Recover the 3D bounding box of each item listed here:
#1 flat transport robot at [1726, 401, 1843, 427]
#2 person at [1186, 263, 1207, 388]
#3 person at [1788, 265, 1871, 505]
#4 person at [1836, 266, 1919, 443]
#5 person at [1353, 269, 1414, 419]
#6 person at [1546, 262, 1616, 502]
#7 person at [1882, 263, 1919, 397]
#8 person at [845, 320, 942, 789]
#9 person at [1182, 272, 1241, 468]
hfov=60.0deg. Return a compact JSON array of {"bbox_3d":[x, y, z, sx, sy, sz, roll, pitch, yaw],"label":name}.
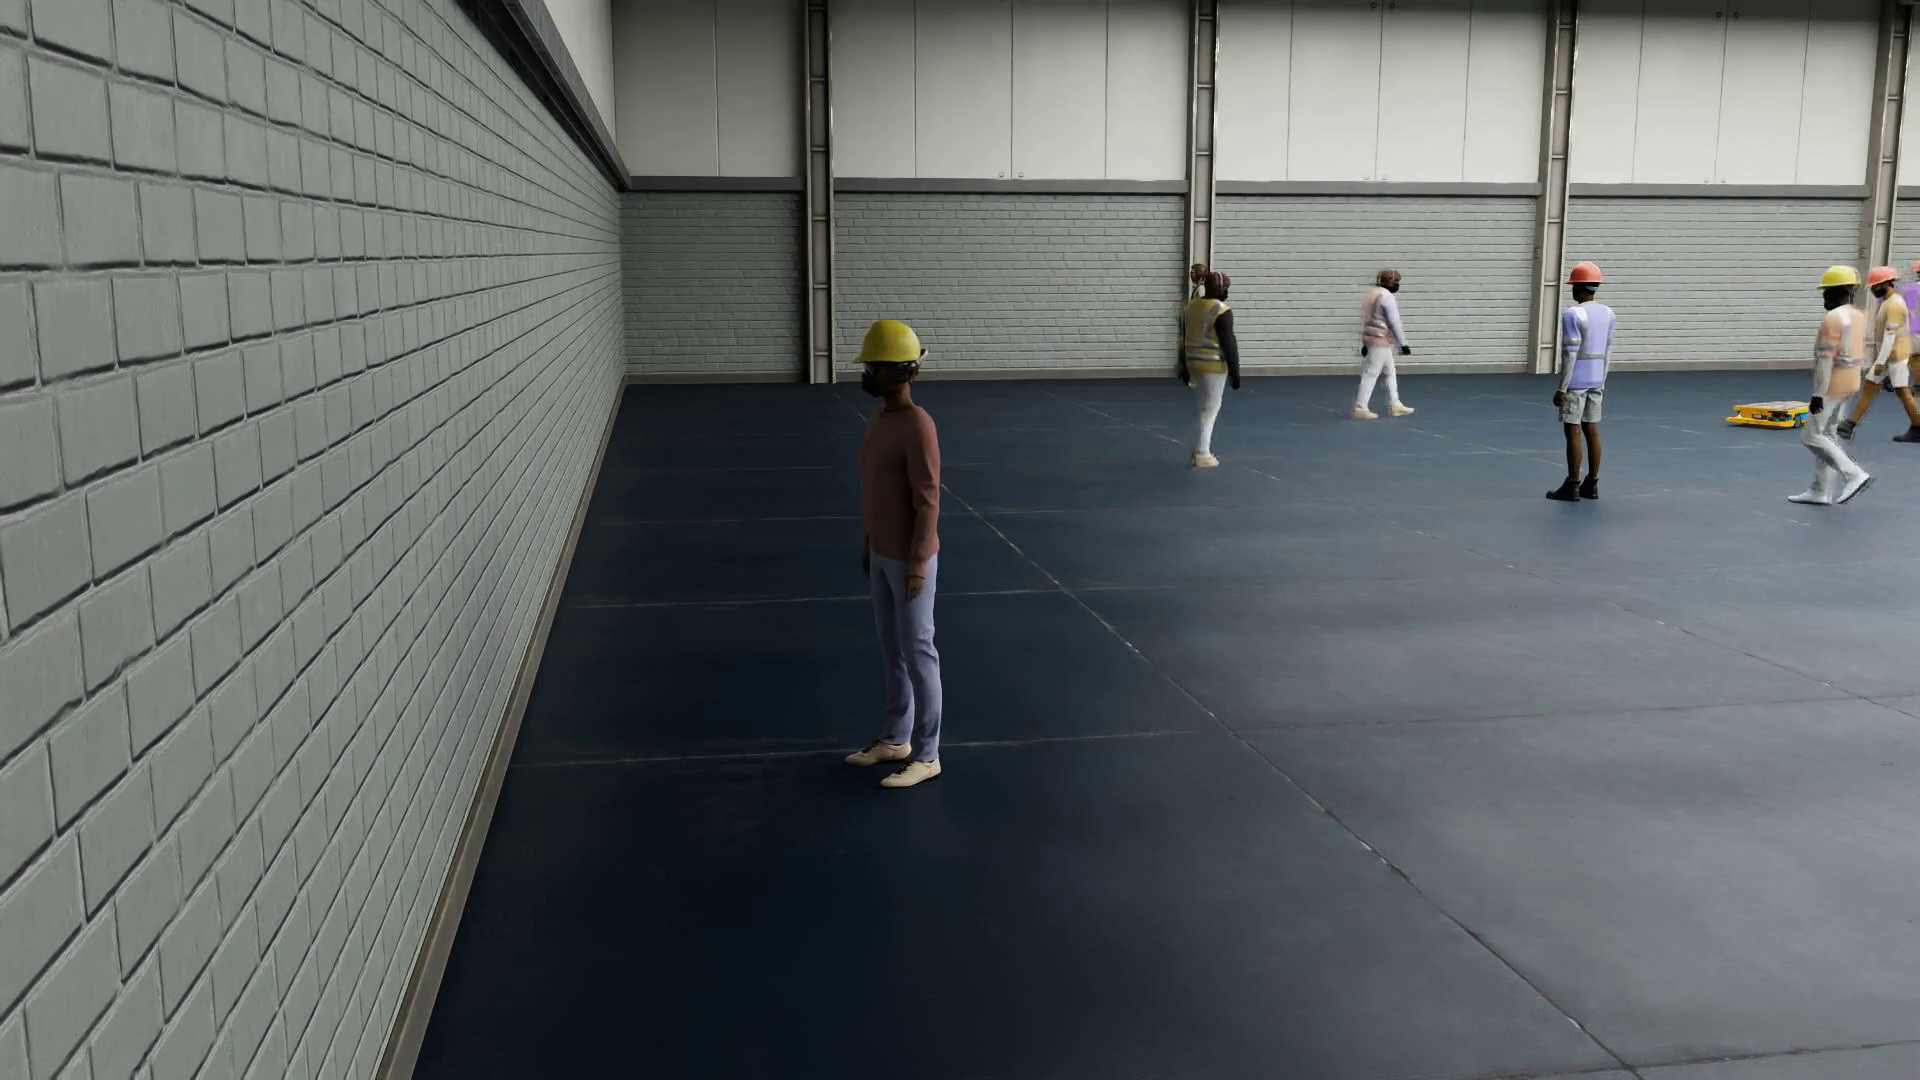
[{"bbox_3d":[9.666,-1.483,19.473,1.431,0.197,0.652,-7,12,-36],"label":"flat transport robot"},{"bbox_3d":[3.539,-3.172,24.666,0.344,1.847,0.506,2,10,11],"label":"person"},{"bbox_3d":[6.908,-1.201,13.111,0.614,1.912,0.536,-9,14,-43],"label":"person"},{"bbox_3d":[9.818,-1.964,17.654,0.963,1.861,0.596,3,10,18],"label":"person"},{"bbox_3d":[5.193,-2.358,20.128,0.889,1.798,0.636,0,10,2],"label":"person"},{"bbox_3d":[5.031,-1.281,13.517,0.553,1.935,0.362,-6,11,-31],"label":"person"},{"bbox_3d":[13.195,-2.920,23.003,0.601,1.917,0.556,0,10,-2],"label":"person"},{"bbox_3d":[-0.249,0.054,6.318,0.319,1.769,0.523,-4,11,-24],"label":"person"},{"bbox_3d":[2.378,-1.586,15.586,0.518,1.825,0.659,-5,11,-26],"label":"person"}]
